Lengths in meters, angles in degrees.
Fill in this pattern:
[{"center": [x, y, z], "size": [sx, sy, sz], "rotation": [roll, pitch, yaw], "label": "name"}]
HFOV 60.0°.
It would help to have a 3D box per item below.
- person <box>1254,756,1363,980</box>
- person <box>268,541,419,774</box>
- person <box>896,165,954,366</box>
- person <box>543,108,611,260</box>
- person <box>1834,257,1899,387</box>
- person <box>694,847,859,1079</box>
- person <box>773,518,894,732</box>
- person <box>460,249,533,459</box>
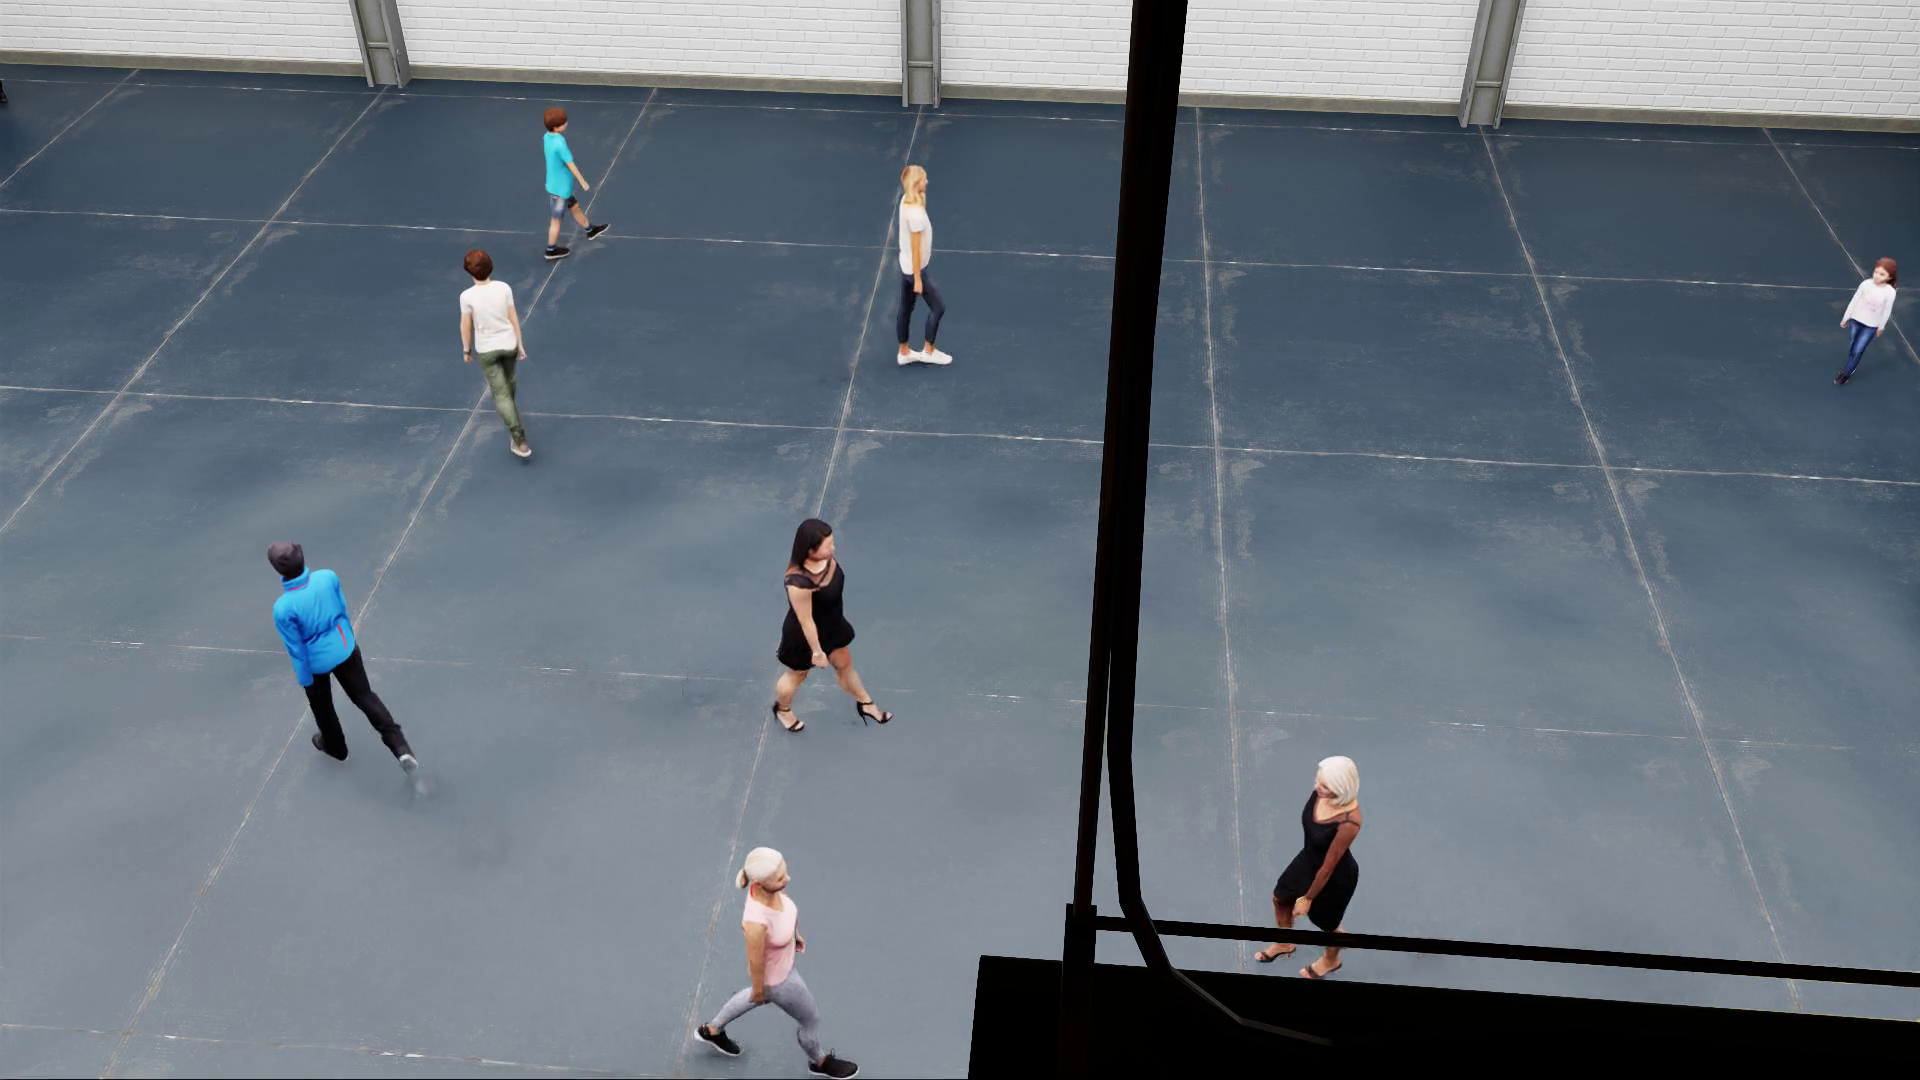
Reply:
[{"center": [1.992, 1.730, 8.670], "size": [0.751, 1.724, 0.671], "rotation": [-5, 39, -7], "label": "person"}, {"center": [-3.693, 0.735, 9.879], "size": [1.163, 1.772, 0.985], "rotation": [25, 45, 28], "label": "person"}, {"center": [-0.453, -2.191, 13.520], "size": [0.783, 1.800, 0.734], "rotation": [-9, 40, -12], "label": "person"}, {"center": [-3.701, -3.211, 15.102], "size": [0.976, 1.419, 0.832], "rotation": [-21, 43, -24], "label": "person"}, {"center": [7.449, -1.821, 13.620], "size": [0.689, 1.098, 0.623], "rotation": [-25, 45, -28], "label": "person"}, {"center": [-1.005, 2.088, 8.242], "size": [1.086, 1.699, 0.582], "rotation": [1, 39, 1], "label": "person"}, {"center": [-0.991, 0.553, 10.178], "size": [1.032, 1.683, 0.769], "rotation": [8, 39, 9], "label": "person"}, {"center": [-3.505, -1.389, 12.668], "size": [1.135, 1.610, 1.106], "rotation": [-22, 44, -25], "label": "person"}]
